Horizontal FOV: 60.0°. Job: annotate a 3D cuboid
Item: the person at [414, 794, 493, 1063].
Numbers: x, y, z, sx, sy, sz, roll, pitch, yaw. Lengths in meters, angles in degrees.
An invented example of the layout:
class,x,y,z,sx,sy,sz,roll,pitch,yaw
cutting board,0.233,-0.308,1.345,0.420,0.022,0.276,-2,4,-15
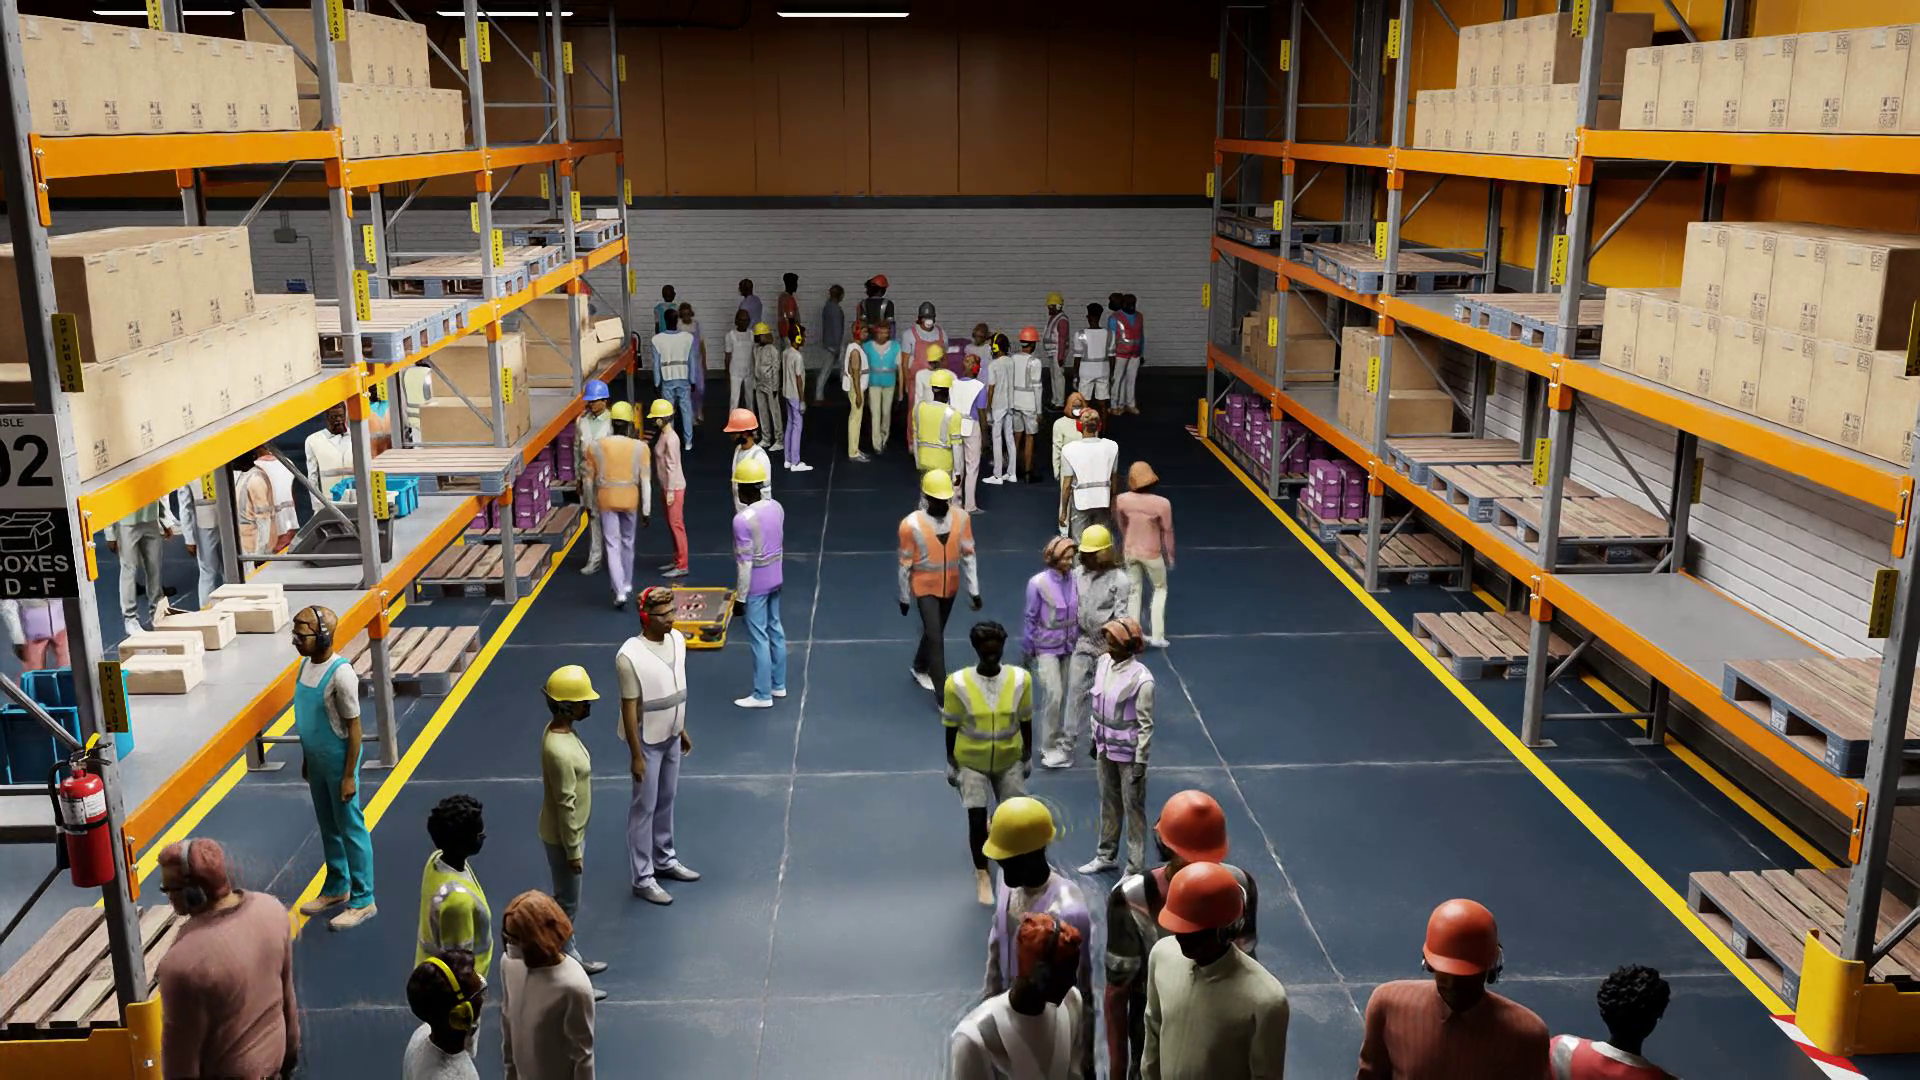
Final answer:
class,x,y,z,sx,sy,sz,roll,pitch,yaw
person,-2.133,1.881,7.050,0.326,1.690,0.536,-7,16,-25

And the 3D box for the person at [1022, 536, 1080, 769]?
class,x,y,z,sx,sy,sz,roll,pitch,yaw
person,0.713,0.776,11.492,0.528,1.624,0.484,-11,18,-36

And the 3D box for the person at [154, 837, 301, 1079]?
class,x,y,z,sx,sy,sz,roll,pitch,yaw
person,-2.680,1.990,6.244,0.808,1.872,0.644,3,15,11

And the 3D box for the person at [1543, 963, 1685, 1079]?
class,x,y,z,sx,sy,sz,roll,pitch,yaw
person,2.199,2.236,5.652,0.537,1.690,0.322,12,19,40

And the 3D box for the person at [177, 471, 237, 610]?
class,x,y,z,sx,sy,sz,roll,pitch,yaw
person,-6.449,-0.093,14.360,0.401,1.907,0.597,8,16,27

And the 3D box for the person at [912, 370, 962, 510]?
class,x,y,z,sx,sy,sz,roll,pitch,yaw
person,-0.220,-0.784,17.054,0.581,1.919,0.404,8,17,30

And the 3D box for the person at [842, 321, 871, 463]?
class,x,y,z,sx,sy,sz,roll,pitch,yaw
person,-1.358,-1.943,21.734,0.374,1.843,0.568,-1,14,-4

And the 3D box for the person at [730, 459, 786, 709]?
class,x,y,z,sx,sy,sz,roll,pitch,yaw
person,-1.548,0.333,12.638,0.388,1.927,0.589,7,16,24

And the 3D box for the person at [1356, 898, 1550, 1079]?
class,x,y,z,sx,sy,sz,roll,pitch,yaw
person,1.598,2.109,5.530,0.608,1.996,0.380,5,15,19

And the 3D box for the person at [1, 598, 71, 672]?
class,x,y,z,sx,sy,sz,roll,pitch,yaw
person,-6.447,0.583,11.730,0.575,1.893,0.832,-12,19,-40

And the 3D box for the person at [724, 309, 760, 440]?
class,x,y,z,sx,sy,sz,roll,pitch,yaw
person,-3.023,-2.293,23.128,0.506,1.839,0.339,-7,16,-26

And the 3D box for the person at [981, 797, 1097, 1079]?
class,x,y,z,sx,sy,sz,roll,pitch,yaw
person,0.246,1.899,6.527,0.633,1.898,0.633,-6,16,-23

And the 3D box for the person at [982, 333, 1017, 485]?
class,x,y,z,sx,sy,sz,roll,pitch,yaw
person,0.503,-1.606,20.394,0.510,1.860,0.333,-13,19,-42

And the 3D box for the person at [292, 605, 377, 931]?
class,x,y,z,sx,sy,sz,roll,pitch,yaw
person,-3.493,1.247,9.216,0.507,1.846,0.346,11,18,38

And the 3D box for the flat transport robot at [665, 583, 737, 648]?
class,x,y,z,sx,sy,sz,roll,pitch,yaw
flat transport robot,-2.358,0.655,14.676,0.652,0.197,1.431,-1,14,-2

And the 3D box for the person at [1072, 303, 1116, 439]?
class,x,y,z,sx,sy,sz,roll,pitch,yaw
person,1.830,-2.259,22.738,0.608,1.965,0.365,-2,14,-9

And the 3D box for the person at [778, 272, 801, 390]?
class,x,y,z,sx,sy,sz,roll,pitch,yaw
person,-2.786,-3.394,27.206,0.364,1.958,0.608,-5,15,-19

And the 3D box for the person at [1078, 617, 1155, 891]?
class,x,y,z,sx,sy,sz,roll,pitch,yaw
person,0.933,1.233,9.681,0.308,1.639,0.510,-9,17,-31

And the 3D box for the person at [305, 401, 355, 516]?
class,x,y,z,sx,sy,sz,roll,pitch,yaw
person,-5.726,-0.373,15.428,0.593,1.920,0.392,-11,18,-36

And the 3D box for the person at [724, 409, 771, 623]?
class,x,y,z,sx,sy,sz,roll,pitch,yaw
person,-1.875,-0.214,14.773,0.376,1.934,0.546,-9,17,-31

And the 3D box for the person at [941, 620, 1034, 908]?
class,x,y,z,sx,sy,sz,roll,pitch,yaw
person,0.149,1.235,9.578,0.542,1.677,0.537,-2,14,-9

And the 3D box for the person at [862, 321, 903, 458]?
class,x,y,z,sx,sy,sz,roll,pitch,yaw
person,-1.052,-2.039,22.235,0.574,1.790,0.952,-2,14,-7

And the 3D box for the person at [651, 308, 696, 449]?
class,x,y,z,sx,sy,sz,roll,pitch,yaw
person,-3.850,-2.158,22.429,0.592,1.922,0.392,-6,15,-21

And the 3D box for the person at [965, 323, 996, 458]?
class,x,y,z,sx,sy,sz,roll,pitch,yaw
person,0.238,-1.954,21.832,0.531,1.819,0.401,11,18,38

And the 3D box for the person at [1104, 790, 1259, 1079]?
class,x,y,z,sx,sy,sz,roll,pitch,yaw
person,0.848,1.892,6.320,0.611,2.032,0.411,-4,15,-15

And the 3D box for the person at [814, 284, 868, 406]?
class,x,y,z,sx,sy,sz,roll,pitch,yaw
person,-1.882,-3.033,25.924,0.919,1.888,0.644,-6,16,-24

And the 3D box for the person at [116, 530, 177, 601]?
class,x,y,z,sx,sy,sz,roll,pitch,yaw
person,-7.677,-0.394,15.472,0.542,1.938,0.358,5,15,17

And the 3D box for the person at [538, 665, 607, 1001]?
class,x,y,z,sx,sy,sz,roll,pitch,yaw
person,-1.969,1.485,8.458,0.339,1.761,0.524,-3,15,-13

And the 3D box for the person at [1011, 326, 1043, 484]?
class,x,y,z,sx,sy,sz,roll,pitch,yaw
person,0.824,-1.656,20.452,0.387,1.929,0.544,-13,19,-41

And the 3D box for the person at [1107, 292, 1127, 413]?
class,x,y,z,sx,sy,sz,roll,pitch,yaw
person,2.404,-2.853,25.349,0.431,1.835,0.623,4,15,14

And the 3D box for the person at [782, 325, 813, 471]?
class,x,y,z,sx,sy,sz,roll,pitch,yaw
person,-2.090,-1.804,21.167,0.327,1.862,0.510,-7,16,-26

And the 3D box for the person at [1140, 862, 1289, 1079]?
class,x,y,z,sx,sy,sz,roll,pitch,yaw
person,0.852,2.043,5.812,0.408,1.986,0.617,-12,19,-40

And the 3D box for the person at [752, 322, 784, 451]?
class,x,y,z,sx,sy,sz,roll,pitch,yaw
person,-2.638,-2.076,22.483,0.489,1.735,0.330,13,19,41

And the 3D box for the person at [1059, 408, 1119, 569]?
class,x,y,z,sx,sy,sz,roll,pitch,yaw
person,1.182,-0.290,15.243,0.564,1.847,0.397,-5,15,-18

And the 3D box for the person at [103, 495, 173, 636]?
class,x,y,z,sx,sy,sz,roll,pitch,yaw
person,-7.179,-0.125,14.479,0.387,1.911,0.604,9,17,31

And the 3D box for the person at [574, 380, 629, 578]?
class,x,y,z,sx,sy,sz,roll,pitch,yaw
person,-3.495,-0.599,16.255,0.605,1.948,0.390,5,15,18

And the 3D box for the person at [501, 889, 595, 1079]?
class,x,y,z,sx,sy,sz,roll,pitch,yaw
person,-1.553,2.088,6.358,0.500,1.624,0.287,11,18,36

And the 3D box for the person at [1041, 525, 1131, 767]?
class,x,y,z,sx,sy,sz,roll,pitch,yaw
person,0.903,0.751,11.421,0.494,1.715,0.760,10,17,34

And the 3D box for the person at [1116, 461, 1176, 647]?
class,x,y,z,sx,sy,sz,roll,pitch,yaw
person,1.575,0.118,14.092,0.524,1.625,0.364,8,16,28

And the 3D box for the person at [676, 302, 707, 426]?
class,x,y,z,sx,sy,sz,roll,pitch,yaw
person,-3.926,-2.553,24.181,0.534,1.823,0.391,-7,16,-26

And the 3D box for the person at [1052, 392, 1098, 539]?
class,x,y,z,sx,sy,sz,roll,pitch,yaw
person,1.217,-0.759,17.535,0.504,1.623,0.286,-3,15,-13

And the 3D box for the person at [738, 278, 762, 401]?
class,x,y,z,sx,sy,sz,roll,pitch,yaw
person,-3.329,-3.187,26.454,0.367,1.933,0.627,4,15,16

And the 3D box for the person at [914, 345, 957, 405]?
class,x,y,z,sx,sy,sz,roll,pitch,yaw
person,-0.288,-1.509,20.226,0.539,1.742,0.382,1,14,3

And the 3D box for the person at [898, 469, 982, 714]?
class,x,y,z,sx,sy,sz,roll,pitch,yaw
person,-0.203,0.346,12.711,0.588,1.874,1.007,-8,16,-29

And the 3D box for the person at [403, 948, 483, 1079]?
class,x,y,z,sx,sy,sz,roll,pitch,yaw
person,-1.609,2.198,5.423,0.325,1.876,0.524,-7,16,-27

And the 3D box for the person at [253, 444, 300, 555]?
class,x,y,z,sx,sy,sz,roll,pitch,yaw
person,-5.868,-0.055,14.209,0.410,1.909,0.593,3,15,11

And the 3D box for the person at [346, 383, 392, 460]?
class,x,y,z,sx,sy,sz,roll,pitch,yaw
person,-6.020,-0.826,17.205,0.391,1.918,0.590,12,18,39

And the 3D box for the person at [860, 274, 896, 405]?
class,x,y,z,sx,sy,sz,roll,pitch,yaw
person,-1.253,-3.108,25.916,0.615,2.041,0.388,8,16,28

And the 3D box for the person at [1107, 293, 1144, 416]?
class,x,y,z,sx,sy,sz,roll,pitch,yaw
person,2.517,-2.799,25.104,0.626,1.842,0.429,-7,16,-27

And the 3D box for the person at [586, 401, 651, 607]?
class,x,y,z,sx,sy,sz,roll,pitch,yaw
person,-3.141,-0.321,15.379,0.601,1.902,0.911,-4,15,-16

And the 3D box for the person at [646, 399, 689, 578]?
class,x,y,z,sx,sy,sz,roll,pitch,yaw
person,-2.864,-0.508,16.283,0.350,1.756,0.518,-5,15,-20

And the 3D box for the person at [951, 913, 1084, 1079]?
class,x,y,z,sx,sy,sz,roll,pitch,yaw
person,0.135,2.132,5.744,0.610,1.849,0.527,-13,19,-41

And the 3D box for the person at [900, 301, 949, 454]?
class,x,y,z,sx,sy,sz,roll,pitch,yaw
person,-0.432,-2.165,22.217,0.673,2.000,0.536,-6,15,-21

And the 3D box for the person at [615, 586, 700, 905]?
class,x,y,z,sx,sy,sz,roll,pitch,yaw
person,-1.757,1.151,9.584,0.395,1.847,0.564,6,15,22

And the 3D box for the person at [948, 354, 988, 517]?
class,x,y,z,sx,sy,sz,roll,pitch,yaw
person,0.080,-1.179,18.784,0.417,1.828,0.562,-13,20,-42

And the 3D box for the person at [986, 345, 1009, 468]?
class,x,y,z,sx,sy,sz,roll,pitch,yaw
person,0.508,-1.738,21.245,0.348,1.688,0.544,6,16,23

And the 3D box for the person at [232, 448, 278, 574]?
class,x,y,z,sx,sy,sz,roll,pitch,yaw
person,-5.892,0.017,13.878,0.369,1.925,0.594,-8,17,-30

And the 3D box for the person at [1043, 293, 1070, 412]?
class,x,y,z,sx,sy,sz,roll,pitch,yaw
person,1.469,-2.867,25.416,0.403,1.824,0.591,-3,15,-11

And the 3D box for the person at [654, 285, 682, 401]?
class,x,y,z,sx,sy,sz,roll,pitch,yaw
person,-4.579,-3.114,26.338,0.508,1.845,0.345,5,15,19
